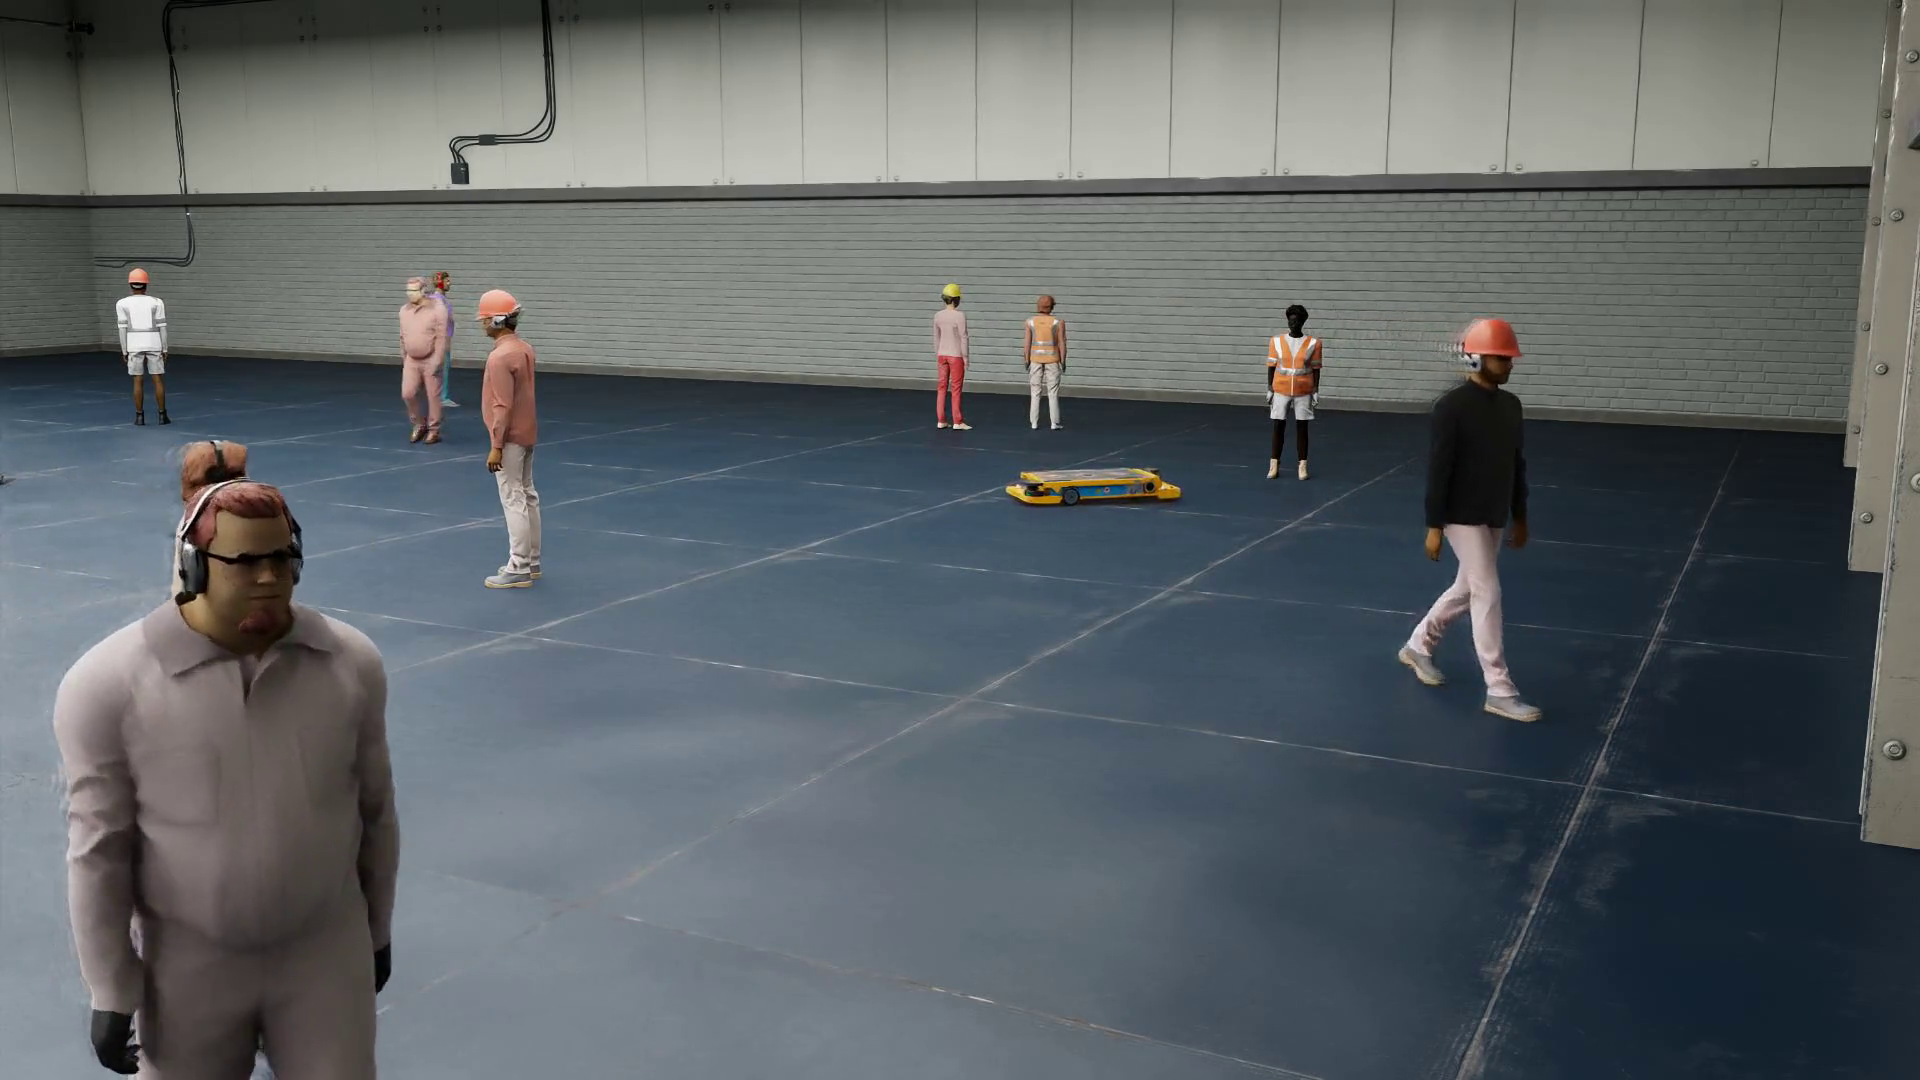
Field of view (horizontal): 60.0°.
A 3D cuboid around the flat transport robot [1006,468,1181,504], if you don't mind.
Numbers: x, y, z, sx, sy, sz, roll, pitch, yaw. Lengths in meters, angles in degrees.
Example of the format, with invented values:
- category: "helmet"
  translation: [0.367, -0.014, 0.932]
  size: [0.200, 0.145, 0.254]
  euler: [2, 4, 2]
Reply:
- category: "flat transport robot"
  translation: [1.185, -0.493, 14.860]
  size: [1.431, 0.197, 0.652]
  euler: [-3, 11, -16]

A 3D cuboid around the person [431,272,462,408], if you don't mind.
- category: "person"
  translation: [-7.103, -2.738, 22.796]
  size: [0.390, 1.850, 0.564]
  euler: [-4, 11, -22]

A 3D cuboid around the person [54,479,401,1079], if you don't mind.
- category: "person"
  translation: [-1.466, 0.798, 3.410]
  size: [0.648, 1.882, 0.783]
  euler: [-8, 13, -36]

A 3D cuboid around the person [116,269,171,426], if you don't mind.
- category: "person"
  translation: [-10.114, -2.383, 20.623]
  size: [0.545, 1.938, 0.359]
  euler: [-5, 11, -24]

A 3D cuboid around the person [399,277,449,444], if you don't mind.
- category: "person"
  translation: [-6.048, -2.006, 18.725]
  size: [0.639, 1.886, 0.475]
  euler: [2, 11, 11]

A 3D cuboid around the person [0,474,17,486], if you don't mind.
- category: "person"
  translation: [-9.431, -1.370, 15.519]
  size: [0.930, 1.796, 0.602]
  euler: [-3, 11, -15]

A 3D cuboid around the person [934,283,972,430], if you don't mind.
- category: "person"
  translation: [-0.094, -2.209, 20.133]
  size: [0.524, 1.772, 0.301]
  euler: [9, 14, 40]

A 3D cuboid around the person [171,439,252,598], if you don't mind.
- category: "person"
  translation: [-2.657, 0.444, 6.059]
  size: [0.375, 1.622, 0.517]
  euler: [-8, 13, -36]

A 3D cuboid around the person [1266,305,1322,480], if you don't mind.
- category: "person"
  translation: [3.214, -1.422, 16.048]
  size: [0.533, 1.692, 0.319]
  euler: [3, 11, 14]

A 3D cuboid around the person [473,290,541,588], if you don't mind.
- category: "person"
  translation: [-3.028, -0.674, 11.165]
  size: [0.387, 1.988, 0.608]
  euler: [0, 10, 2]

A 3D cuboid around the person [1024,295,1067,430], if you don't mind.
- category: "person"
  translation: [1.032, -2.142, 20.125]
  size: [0.522, 1.636, 0.311]
  euler: [3, 11, 15]

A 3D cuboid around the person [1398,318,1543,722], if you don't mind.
- category: "person"
  translation: [2.580, -0.142, 8.365]
  size: [0.630, 1.957, 0.977]
  euler: [-8, 13, -36]
